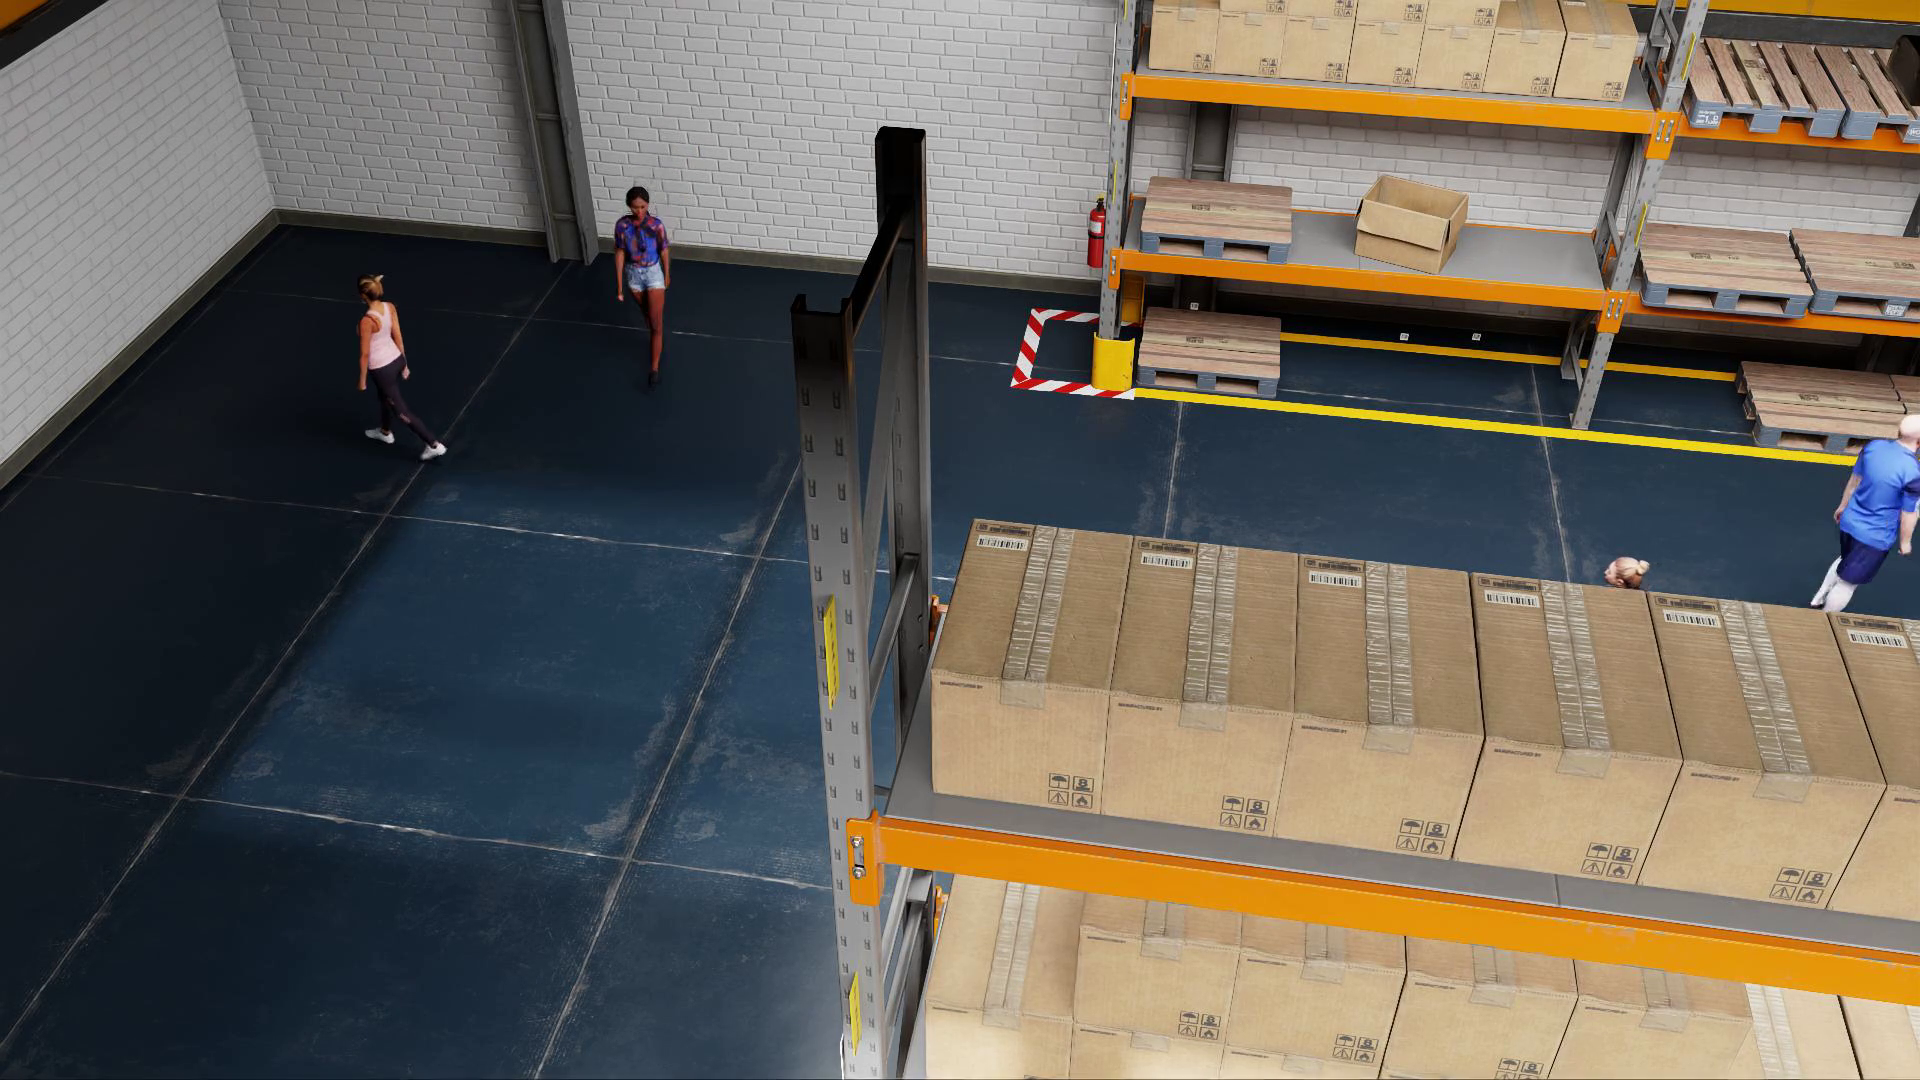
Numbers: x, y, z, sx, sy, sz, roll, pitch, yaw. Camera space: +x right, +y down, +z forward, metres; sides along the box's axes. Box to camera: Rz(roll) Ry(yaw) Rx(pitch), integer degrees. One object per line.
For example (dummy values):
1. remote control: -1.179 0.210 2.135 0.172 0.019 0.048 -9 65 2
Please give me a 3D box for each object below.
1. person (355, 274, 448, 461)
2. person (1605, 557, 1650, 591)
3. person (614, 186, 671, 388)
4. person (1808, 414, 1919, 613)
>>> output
1. person: -4.447 -1.330 13.095 1.080 1.618 0.666 11 40 14
2. person: 4.008 0.781 10.386 0.778 1.702 0.786 20 43 23
3. person: -2.666 -2.248 14.177 1.057 1.704 0.751 2 39 3
4. person: 6.120 -0.059 11.335 0.774 1.829 0.777 -8 39 -9
